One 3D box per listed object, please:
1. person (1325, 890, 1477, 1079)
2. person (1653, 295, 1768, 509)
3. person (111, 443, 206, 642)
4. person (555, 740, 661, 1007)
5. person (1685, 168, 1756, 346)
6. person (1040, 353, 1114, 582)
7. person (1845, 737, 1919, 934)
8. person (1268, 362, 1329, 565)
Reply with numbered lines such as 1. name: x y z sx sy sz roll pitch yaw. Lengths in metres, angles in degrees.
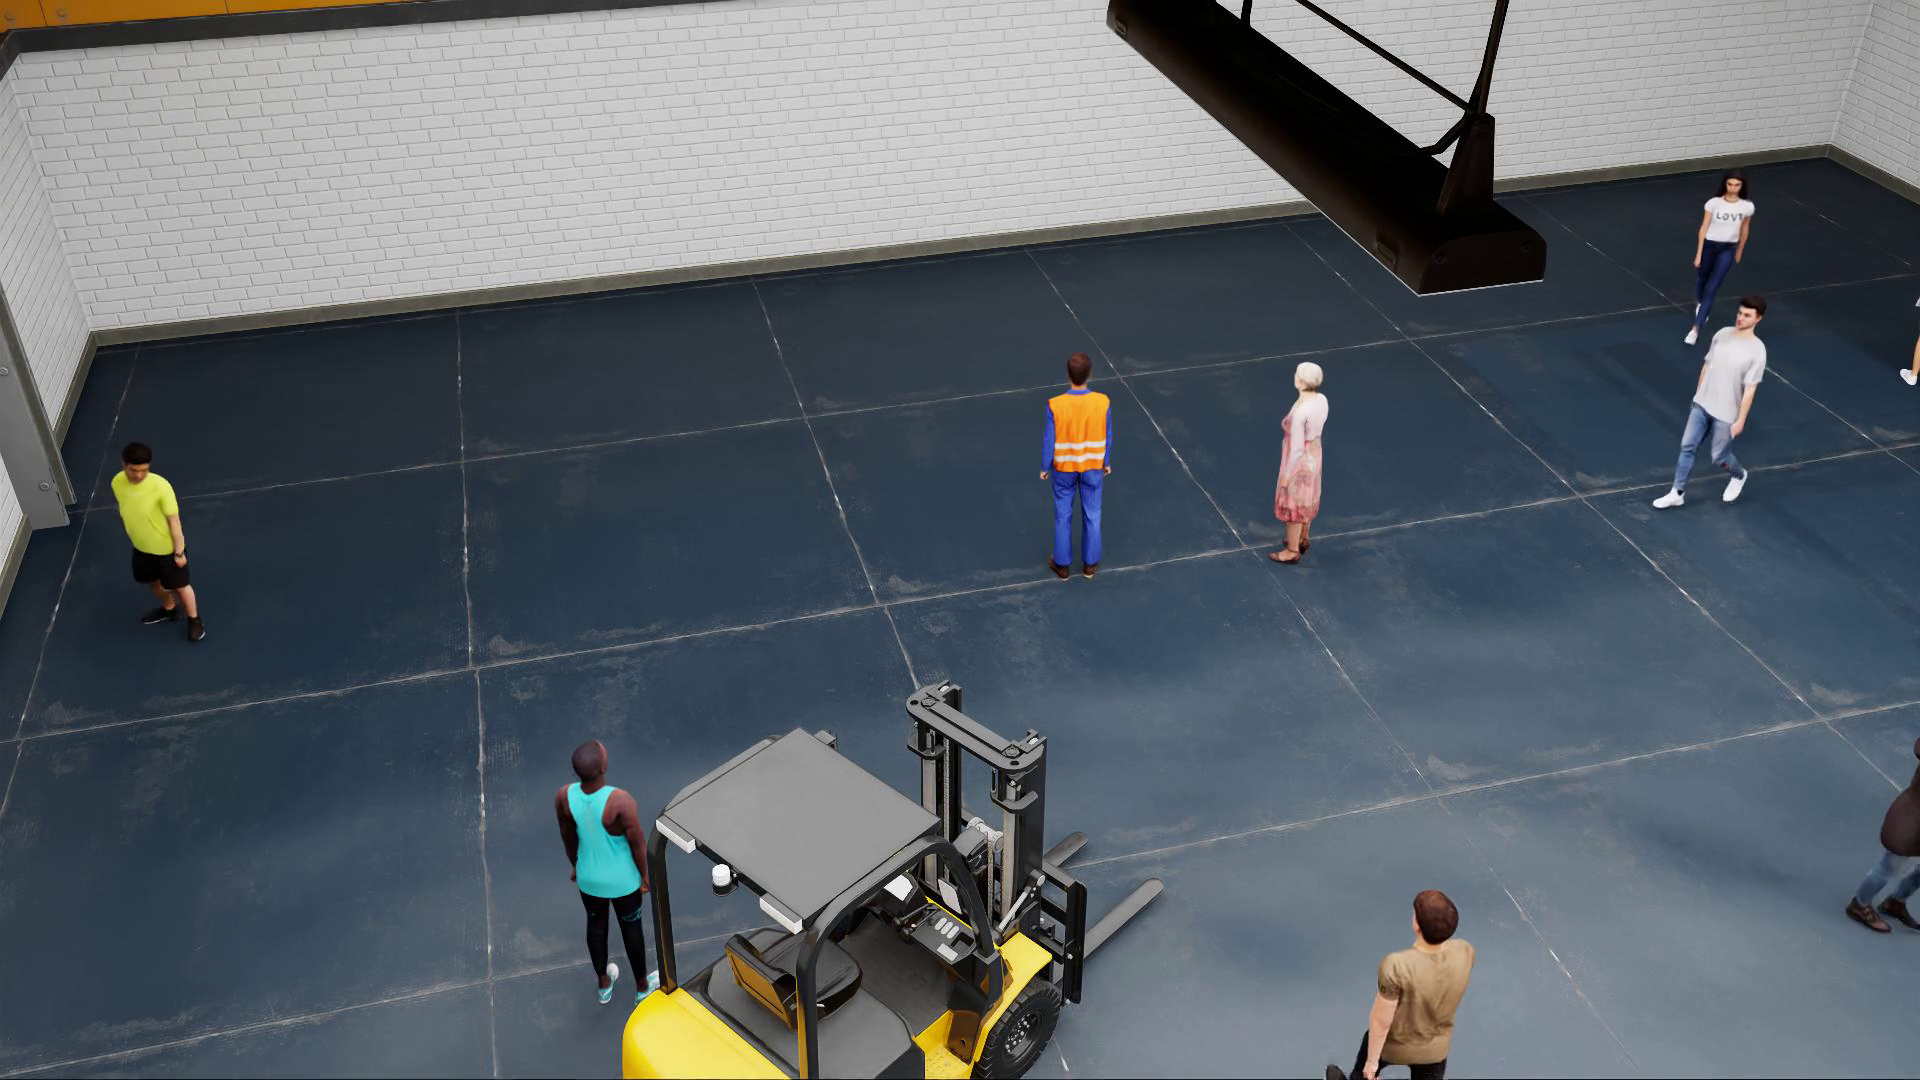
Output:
1. person: 2.211 2.483 7.965 0.669 1.804 1.218 -9 35 -13
2. person: 6.123 -1.079 13.263 0.868 1.870 1.017 -15 37 -22
3. person: -5.731 -0.020 11.854 0.880 1.667 0.841 16 37 23
4. person: -1.909 1.806 8.977 0.693 1.810 0.671 6 34 8
5. person: 7.254 -2.760 15.939 1.076 1.709 1.200 12 35 17
6. person: 0.874 -0.544 12.467 0.727 1.861 0.645 -4 34 -6
7. person: 5.386 1.587 9.478 0.777 1.621 0.746 29 43 36
8. person: 2.603 -0.579 12.674 0.750 1.691 0.704 22 39 29
